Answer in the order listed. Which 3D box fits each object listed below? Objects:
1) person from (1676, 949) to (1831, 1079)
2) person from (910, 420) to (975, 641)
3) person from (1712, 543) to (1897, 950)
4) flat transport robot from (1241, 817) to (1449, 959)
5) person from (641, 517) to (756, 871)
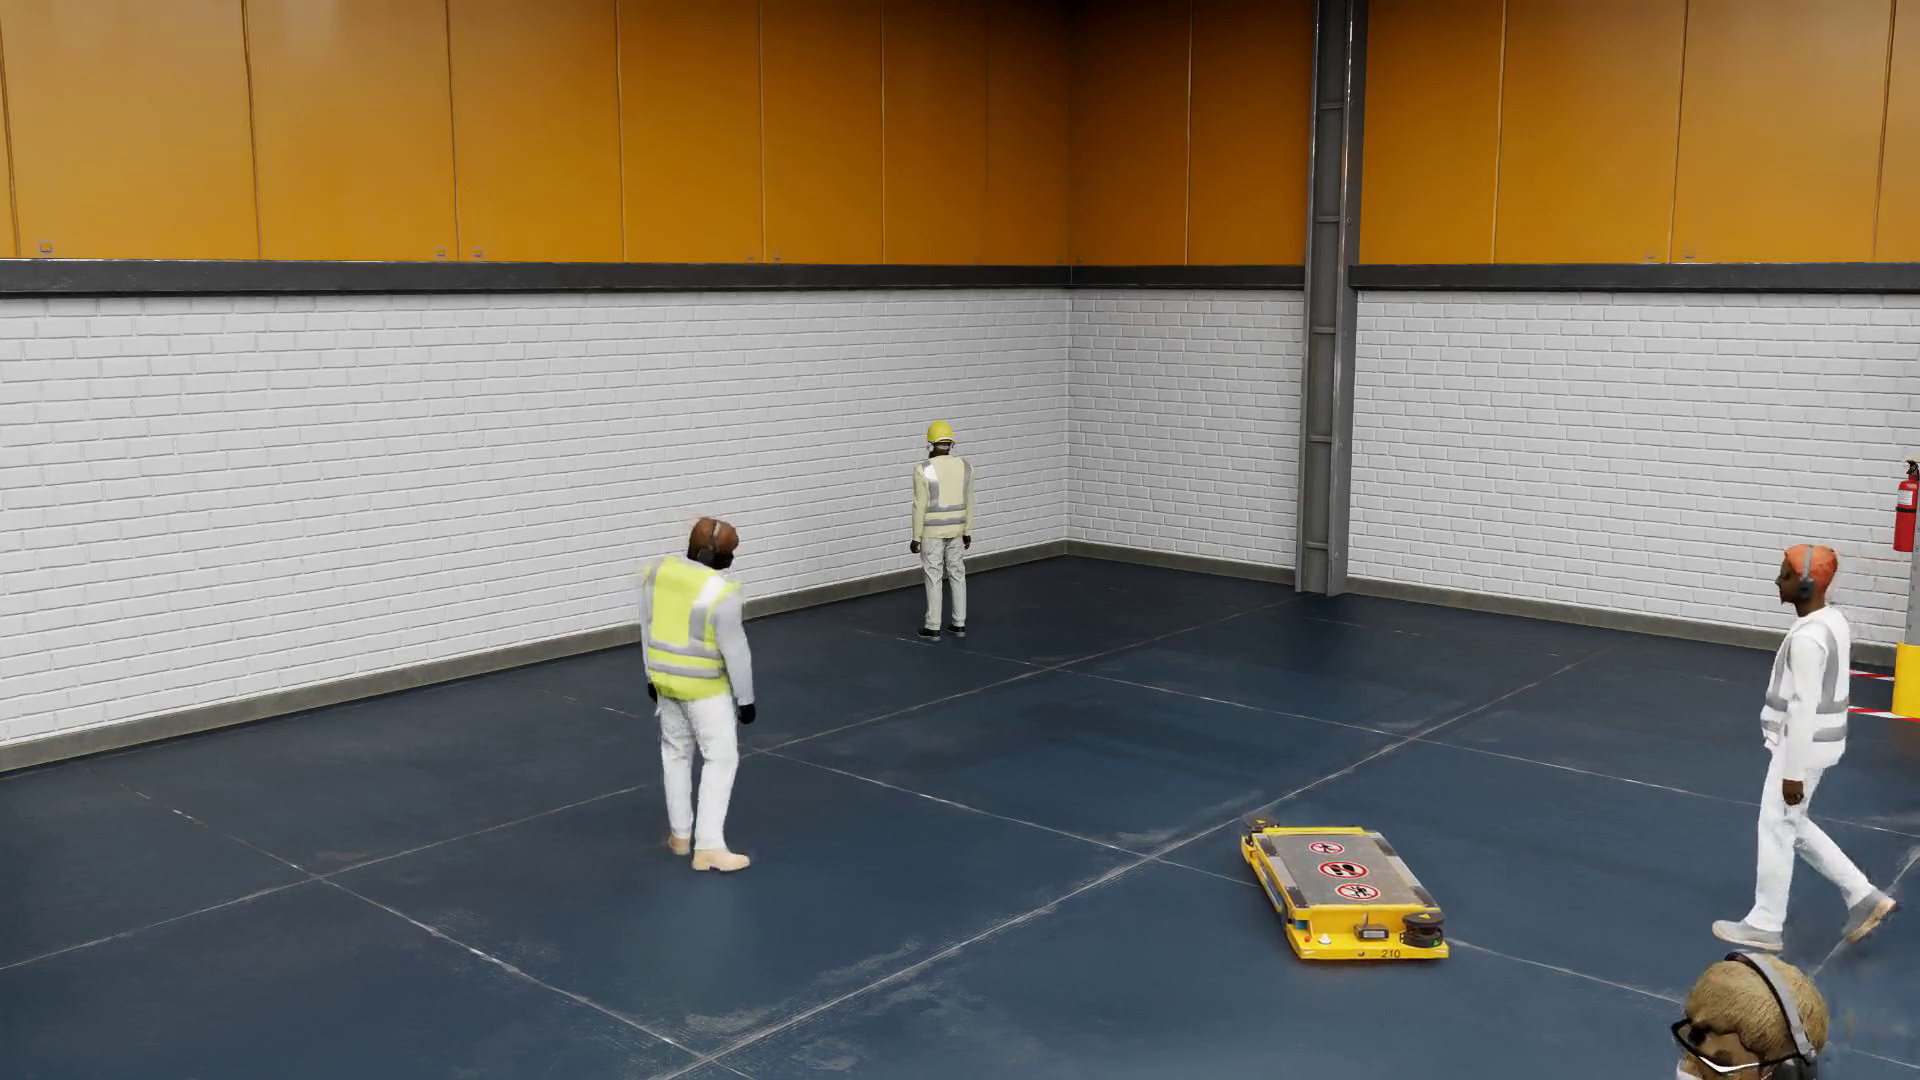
[{"bbox_3d":[1.380,1.619,2.944,0.432,1.914,0.657,0,9,-2],"label":"person"},{"bbox_3d":[-0.162,-0.080,13.871,0.599,1.830,0.404,-6,11,-33],"label":"person"},{"bbox_3d":[3.764,0.940,7.352,0.625,1.870,0.591,7,11,37],"label":"person"},{"bbox_3d":[1.802,1.639,7.961,0.652,0.197,1.431,0,9,-1],"label":"flat transport robot"},{"bbox_3d":[-1.333,0.779,8.561,0.765,1.815,0.451,6,11,34],"label":"person"}]
